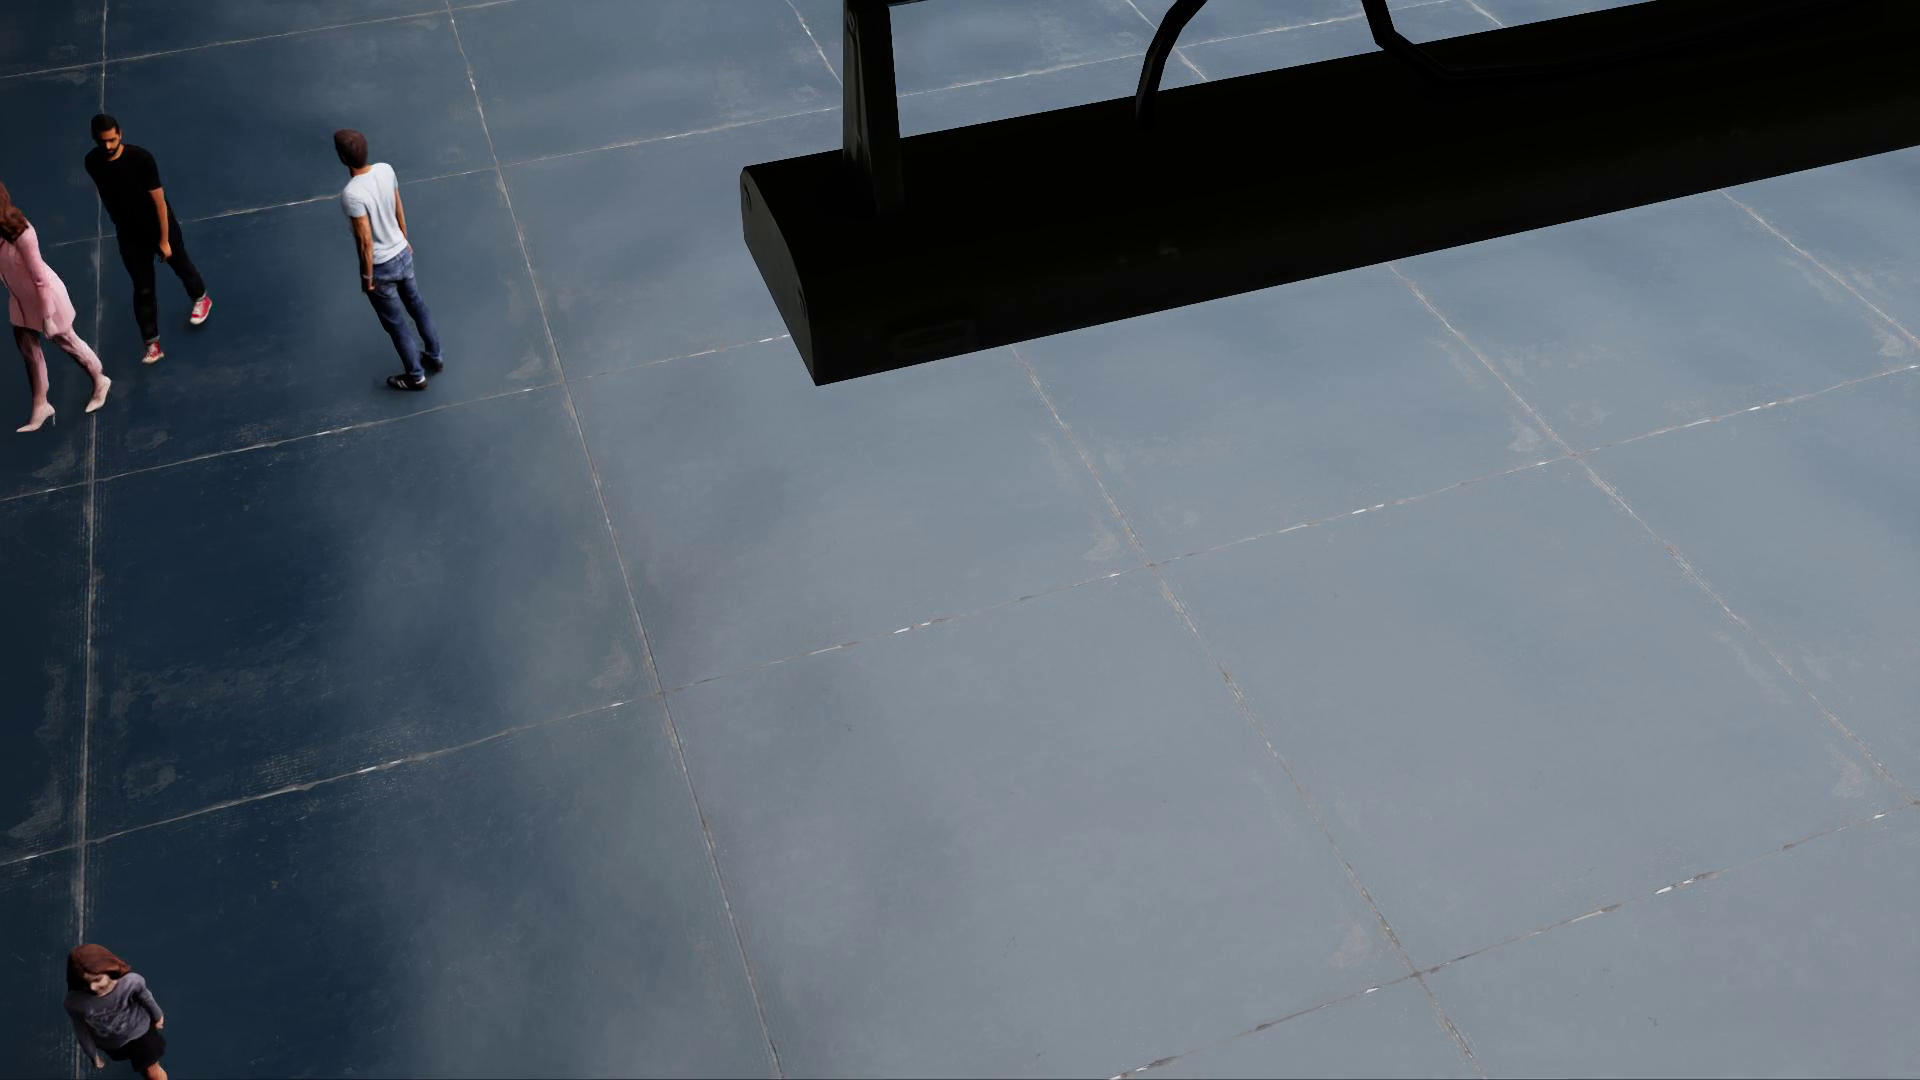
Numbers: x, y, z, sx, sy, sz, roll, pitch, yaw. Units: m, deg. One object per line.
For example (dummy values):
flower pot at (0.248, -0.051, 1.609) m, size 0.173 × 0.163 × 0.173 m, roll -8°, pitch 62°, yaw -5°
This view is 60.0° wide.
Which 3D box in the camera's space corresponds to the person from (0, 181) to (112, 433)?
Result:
person at (-5.744, -1.543, 10.499) m, size 0.966 × 1.781 × 1.010 m, roll 21°, pitch 47°, yaw 21°

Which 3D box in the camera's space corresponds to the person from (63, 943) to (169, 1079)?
person at (-3.612, 2.057, 7.159) m, size 0.476 × 1.077 × 0.791 m, roll -13°, pitch 45°, yaw -13°

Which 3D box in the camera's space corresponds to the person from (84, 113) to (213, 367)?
person at (-5.401, -2.103, 11.157) m, size 0.812 × 1.701 × 1.184 m, roll -2°, pitch 43°, yaw -2°

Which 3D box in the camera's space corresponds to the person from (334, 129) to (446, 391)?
person at (-3.690, -1.801, 10.714) m, size 0.773 × 1.865 × 0.692 m, roll 14°, pitch 45°, yaw 15°
